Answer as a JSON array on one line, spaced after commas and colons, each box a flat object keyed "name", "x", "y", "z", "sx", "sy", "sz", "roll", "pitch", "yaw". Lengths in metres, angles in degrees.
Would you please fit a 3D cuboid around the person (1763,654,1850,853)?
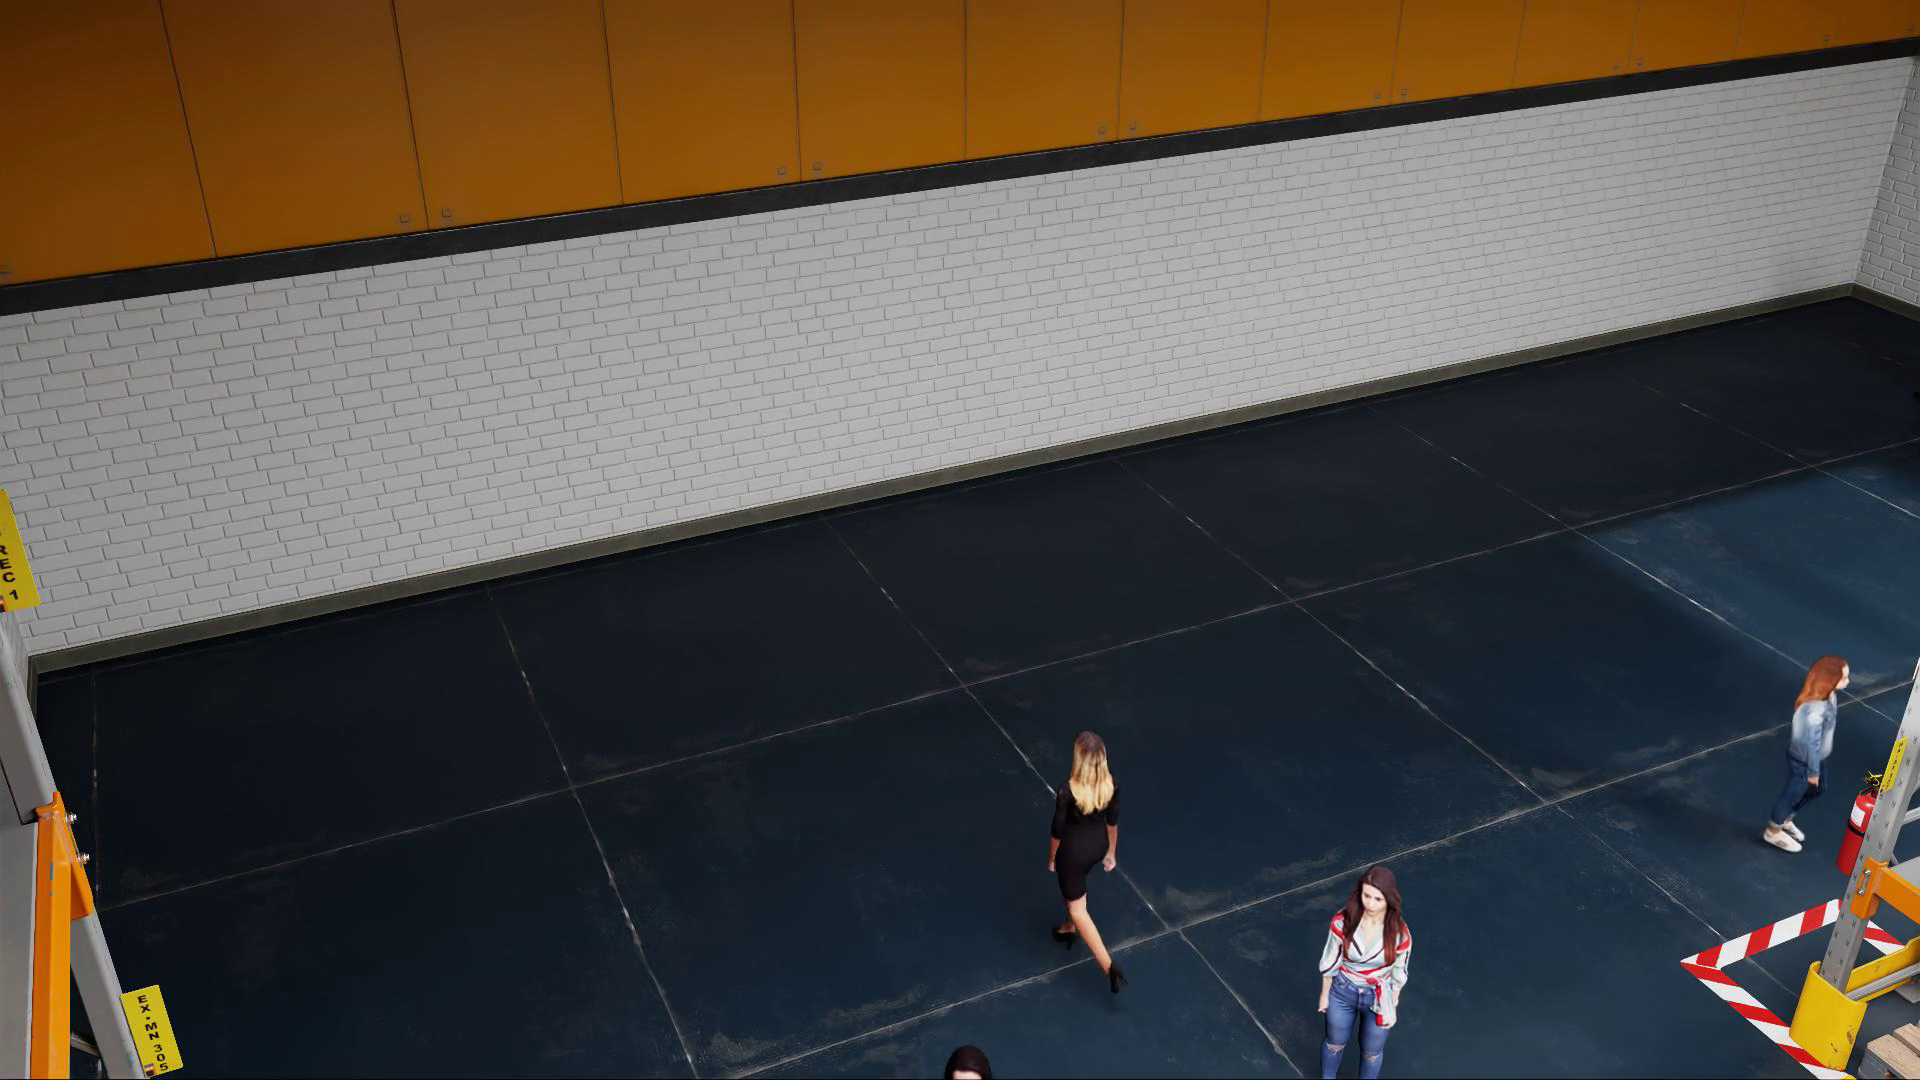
[{"name": "person", "x": 5.357, "y": 1.346, "z": 10.667, "sx": 0.701, "sy": 1.472, "sz": 0.684, "roll": 17, "pitch": 33, "yaw": 28}]

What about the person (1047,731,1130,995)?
[{"name": "person", "x": 0.738, "y": 1.867, "z": 9.528, "sx": 0.632, "sy": 1.647, "sz": 1.038, "roll": -16, "pitch": 33, "yaw": -27}]

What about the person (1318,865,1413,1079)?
[{"name": "person", "x": 2.089, "y": 2.362, "z": 8.657, "sx": 0.661, "sy": 1.613, "sz": 0.719, "roll": 10, "pitch": 30, "yaw": 17}]
